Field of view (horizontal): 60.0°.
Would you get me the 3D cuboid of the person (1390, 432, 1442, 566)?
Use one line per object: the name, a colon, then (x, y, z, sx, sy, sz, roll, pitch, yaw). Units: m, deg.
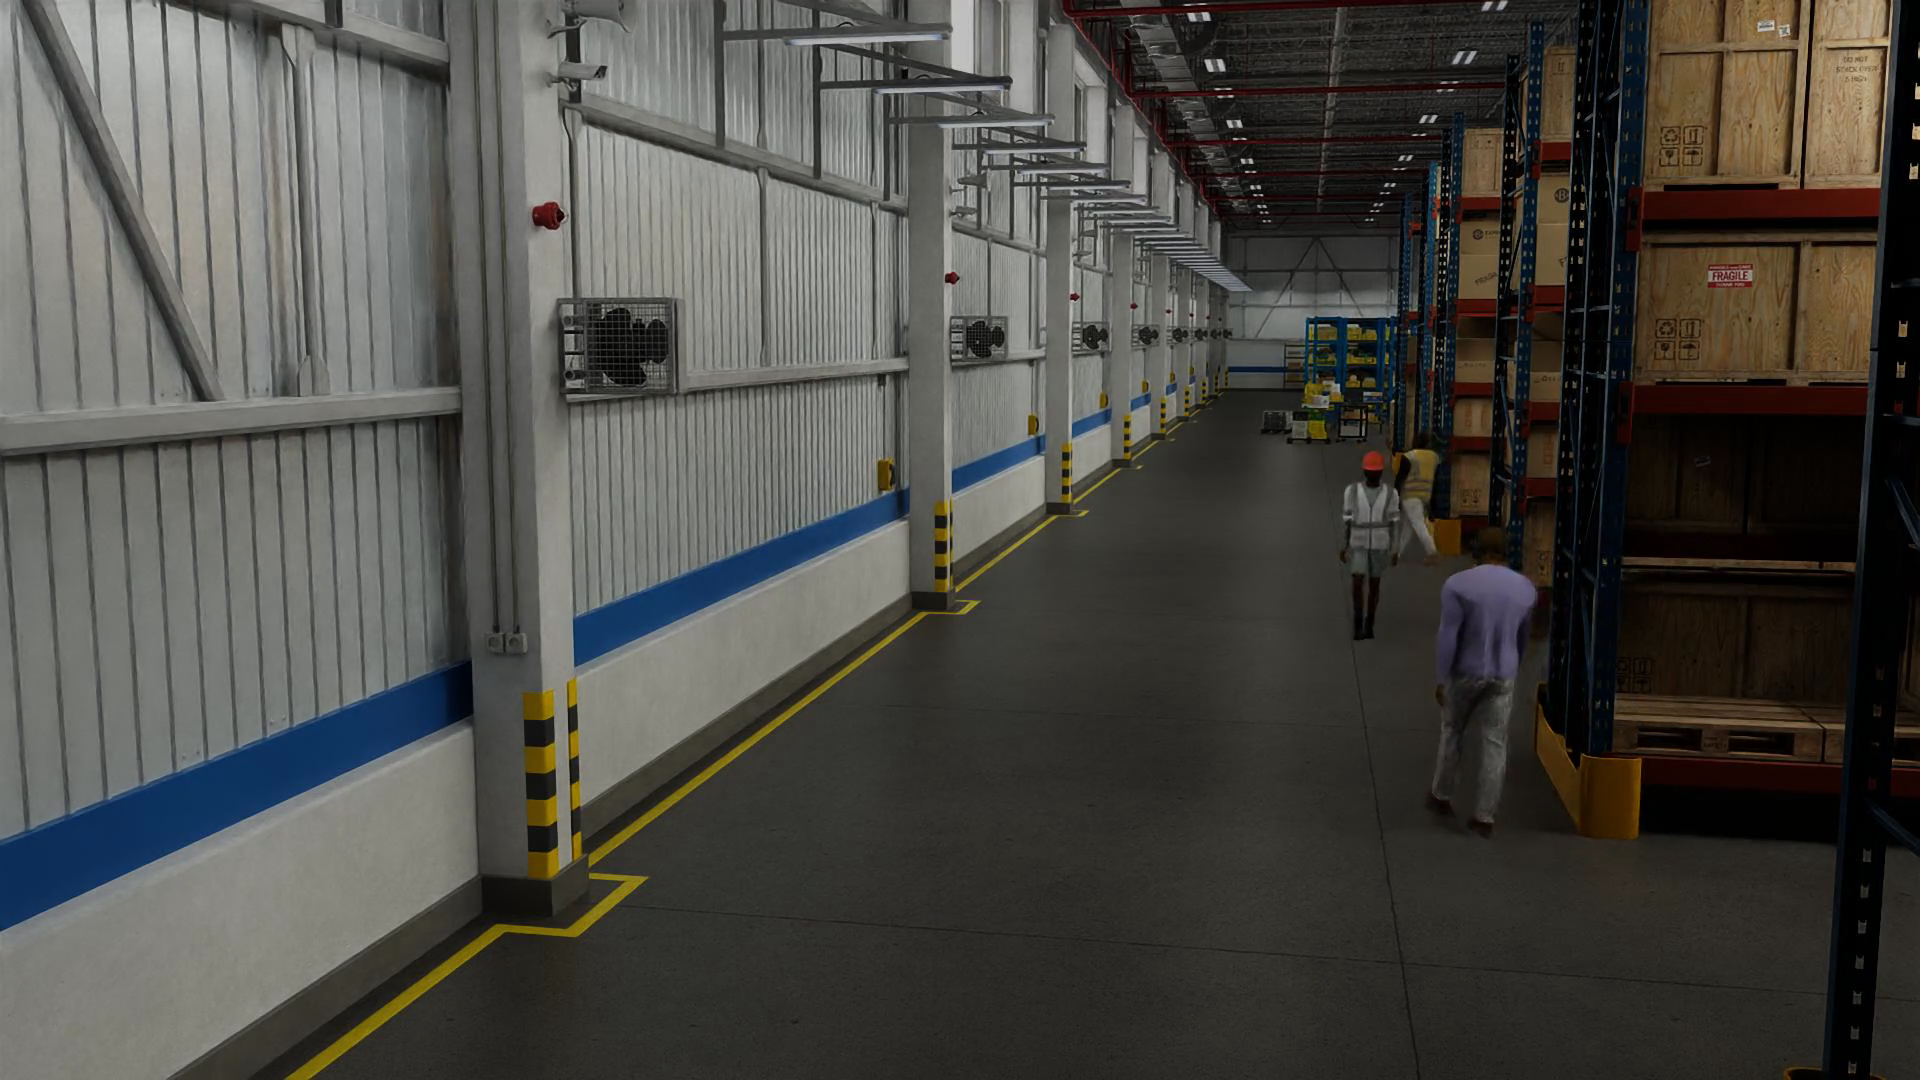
person: (6.145, -0.558, 22.255, 0.676, 1.778, 0.973, -4, 8, -29)

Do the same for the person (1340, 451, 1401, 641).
person: (4.104, 0.074, 16.619, 0.580, 1.912, 0.749, 1, 7, 10)

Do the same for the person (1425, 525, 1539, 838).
person: (3.262, 0.852, 10.455, 0.645, 1.893, 0.877, 0, 7, 1)
